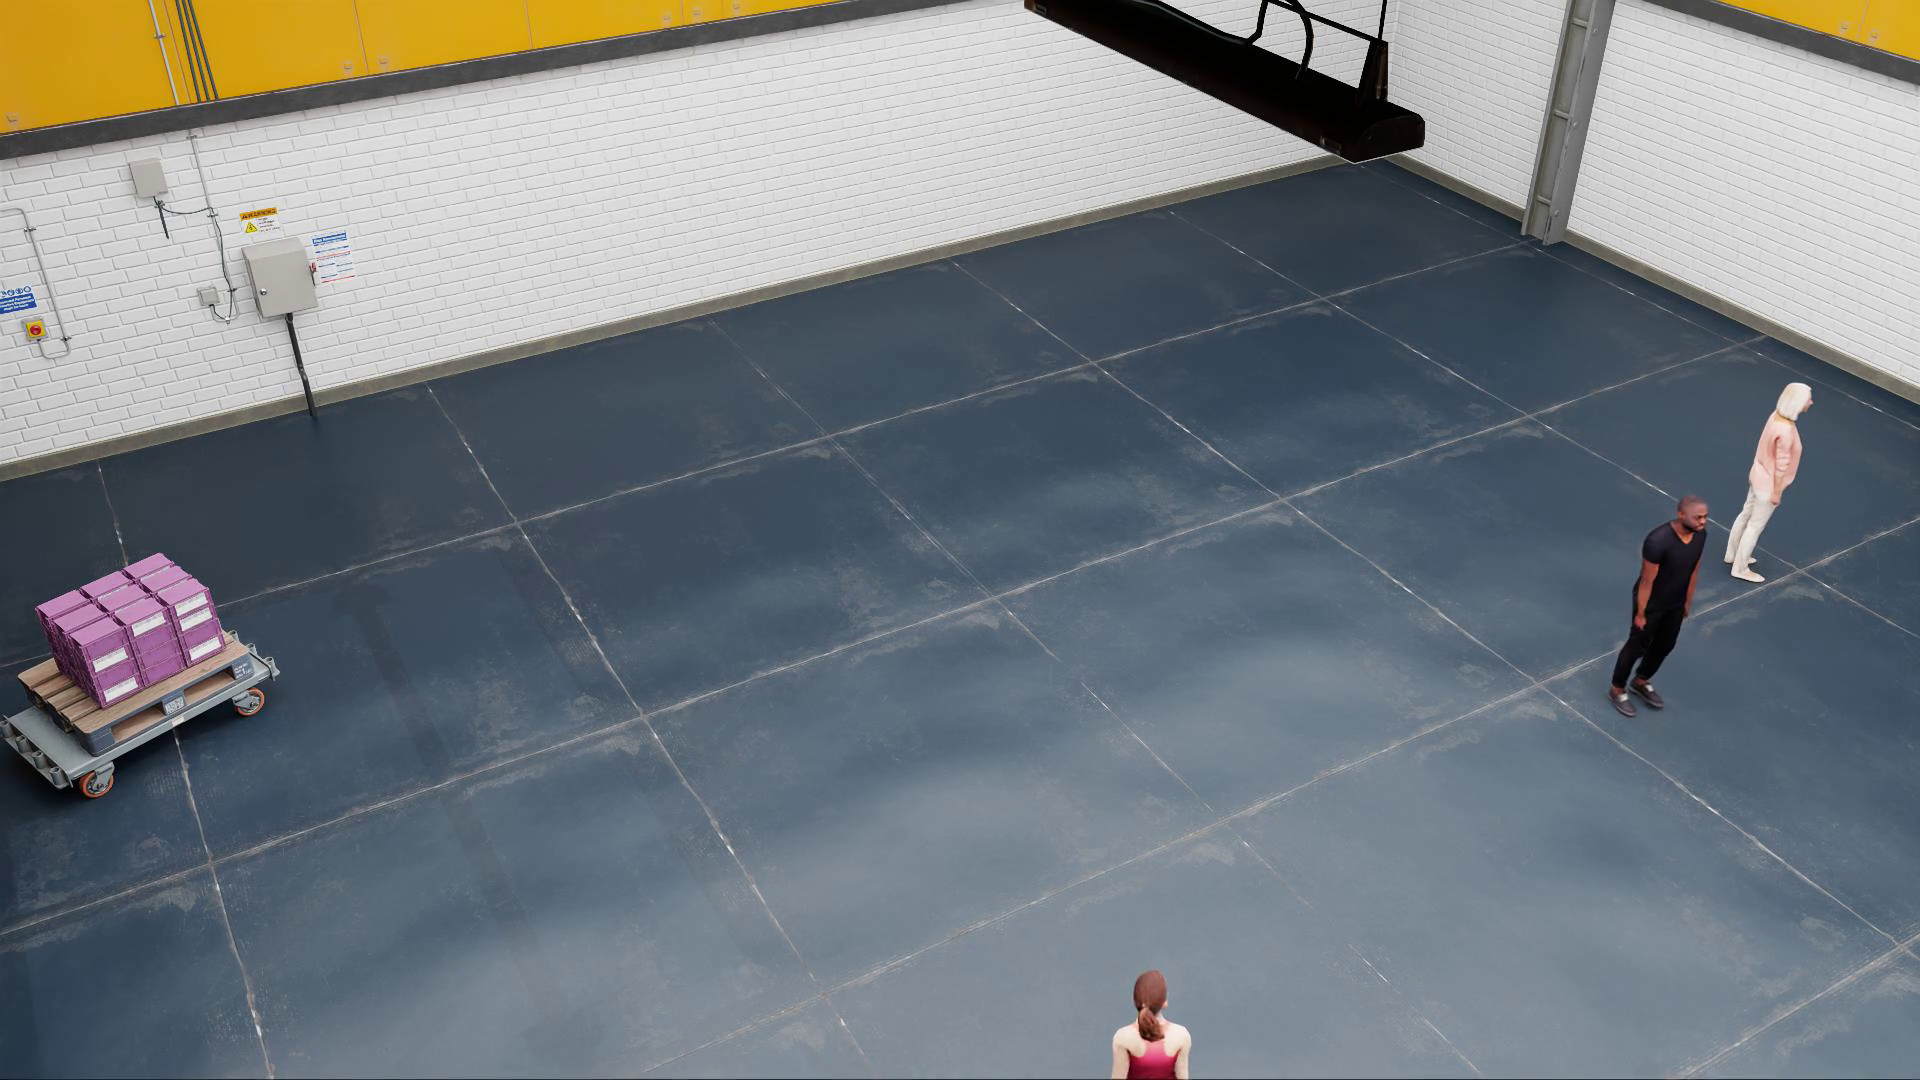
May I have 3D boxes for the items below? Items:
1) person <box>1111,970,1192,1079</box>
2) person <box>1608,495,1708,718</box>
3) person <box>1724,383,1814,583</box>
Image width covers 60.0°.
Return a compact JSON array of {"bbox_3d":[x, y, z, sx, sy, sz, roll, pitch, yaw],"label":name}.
[{"bbox_3d":[0.923,2.805,8.296,0.637,1.750,0.641,-3,34,-4],"label":"person"},{"bbox_3d":[4.946,0.438,11.799,0.702,1.815,0.613,-11,35,-16],"label":"person"},{"bbox_3d":[6.443,-0.488,13.273,0.734,1.724,0.662,6,34,9],"label":"person"}]
